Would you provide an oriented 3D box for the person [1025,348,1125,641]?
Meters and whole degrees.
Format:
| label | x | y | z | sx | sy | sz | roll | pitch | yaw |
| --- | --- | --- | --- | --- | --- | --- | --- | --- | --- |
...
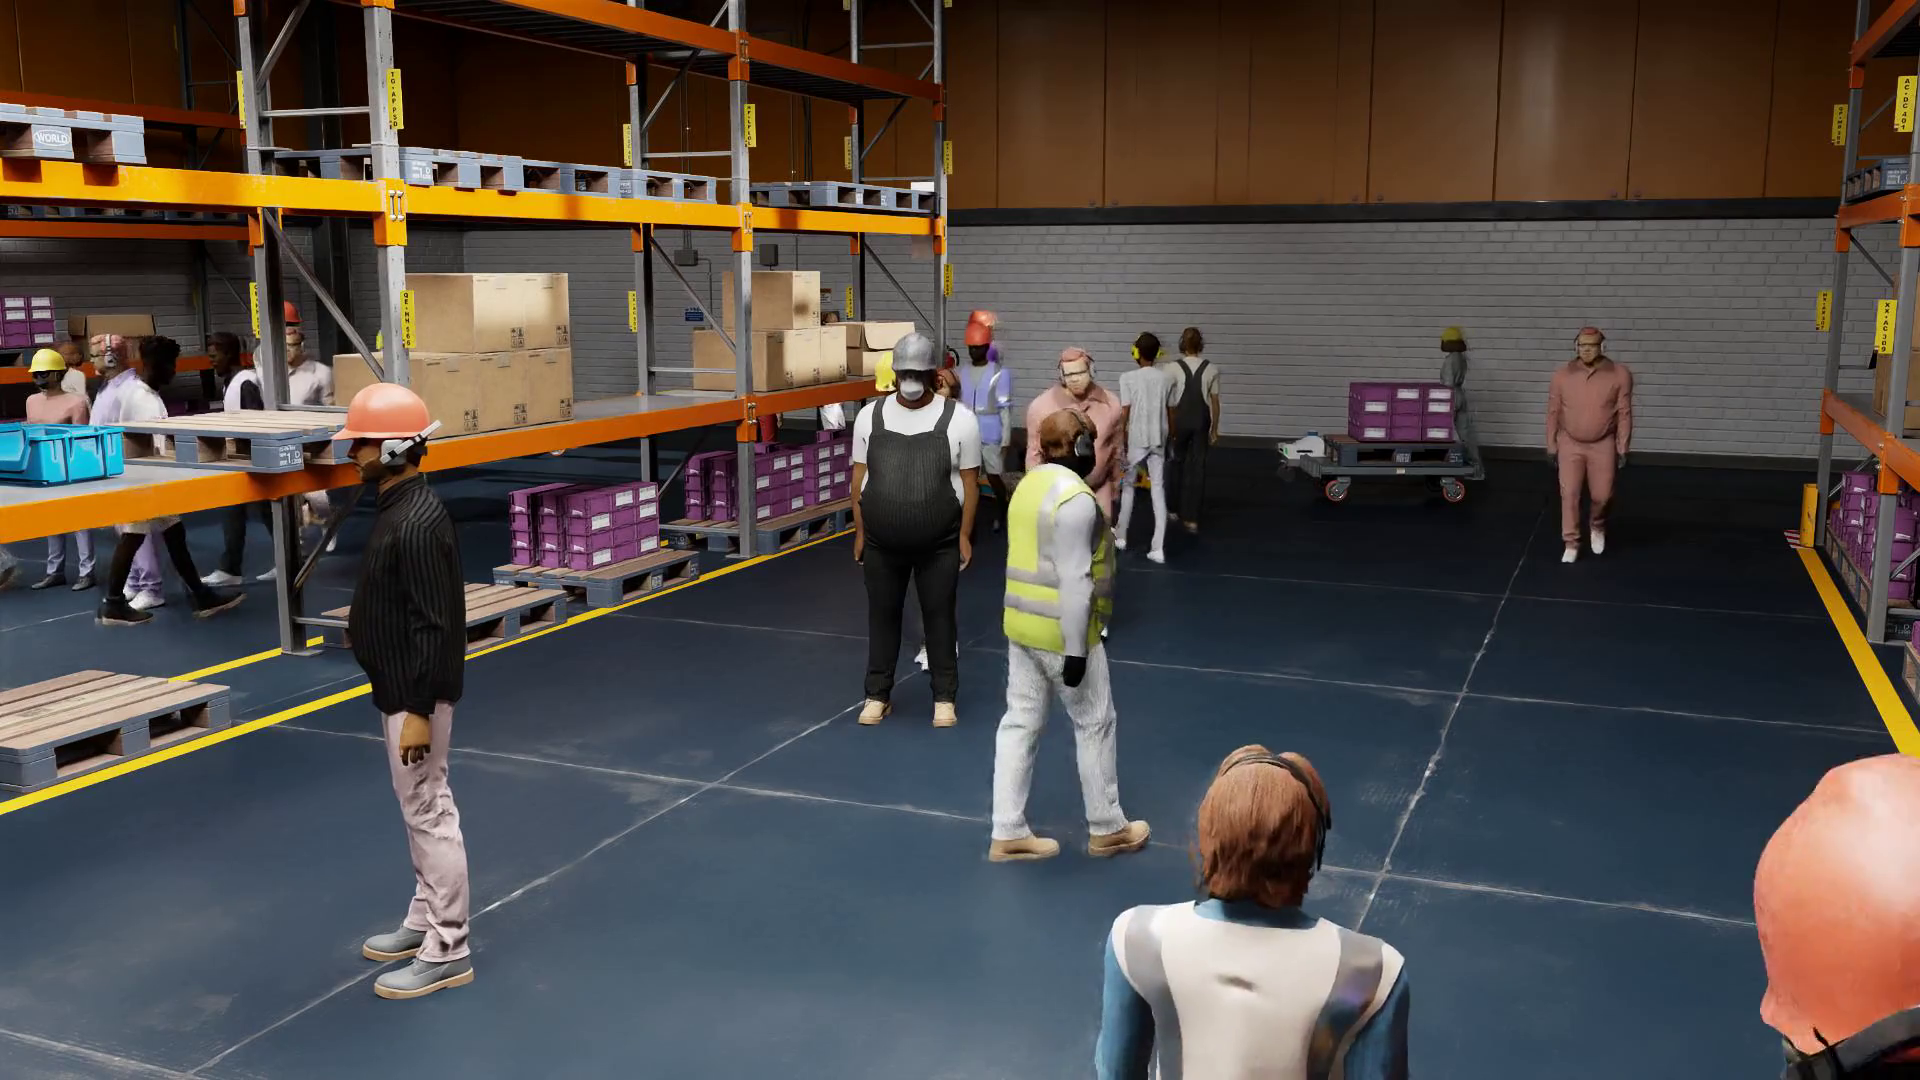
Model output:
| label | x | y | z | sx | sy | sz | roll | pitch | yaw |
| --- | --- | --- | --- | --- | --- | --- | --- | --- | --- |
| person | 0.743 | -0.283 | 10.531 | 0.671 | 1.857 | 0.976 | -1 | 9 | -7 |

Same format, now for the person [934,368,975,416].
| label | x | y | z | sx | sy | sz | roll | pitch | yaw |
| --- | --- | --- | --- | --- | --- | --- | --- | --- | --- |
| person | -0.116 | -0.438 | 12.123 | 0.541 | 1.624 | 0.356 | 6 | 11 | 33 |

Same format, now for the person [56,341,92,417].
| label | x | y | z | sx | sy | sz | roll | pitch | yaw |
| --- | --- | --- | --- | --- | --- | --- | --- | --- | --- |
| person | -8.868 | -1.182 | 16.675 | 0.525 | 1.618 | 0.369 | 5 | 11 | 27 |

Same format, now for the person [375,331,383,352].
| label | x | y | z | sx | sy | sz | roll | pitch | yaw |
| --- | --- | --- | --- | --- | --- | --- | --- | --- | --- |
| person | -4.991 | -0.966 | 14.760 | 0.626 | 1.819 | 0.418 | 2 | 10 | 13 |

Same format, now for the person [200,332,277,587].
| label | x | y | z | sx | sy | sz | roll | pitch | yaw |
| --- | --- | --- | --- | --- | --- | --- | --- | --- | --- |
| person | -5.381 | -0.600 | 12.368 | 0.856 | 1.875 | 0.609 | -5 | 11 | -28 |

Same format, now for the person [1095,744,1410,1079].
| label | x | y | z | sx | sy | sz | roll | pitch | yaw |
| --- | --- | --- | --- | --- | --- | --- | --- | --- | --- |
| person | 0.452 | 1.133 | 2.721 | 0.527 | 1.598 | 0.872 | 3 | 10 | 17 |

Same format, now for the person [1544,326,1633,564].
| label | x | y | z | sx | sy | sz | roll | pitch | yaw |
| --- | --- | --- | --- | --- | --- | --- | --- | --- | --- |
| person | 4.998 | -0.756 | 13.273 | 0.663 | 1.892 | 0.482 | 4 | 10 | 24 |

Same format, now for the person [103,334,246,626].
| label | x | y | z | sx | sy | sz | roll | pitch | yaw |
| --- | --- | --- | --- | --- | --- | --- | --- | --- | --- |
| person | -5.250 | -0.389 | 10.965 | 0.937 | 1.904 | 0.661 | -4 | 10 | -24 |

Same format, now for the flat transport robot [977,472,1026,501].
| label | x | y | z | sx | sy | sz | roll | pitch | yaw |
| --- | --- | --- | --- | --- | --- | --- | --- | --- | --- |
| flat transport robot | 0.604 | -0.519 | 16.739 | 0.652 | 0.197 | 1.431 | -6 | 11 | -31 |

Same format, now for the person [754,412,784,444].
| label | x | y | z | sx | sy | sz | roll | pitch | yaw |
| --- | --- | --- | --- | --- | --- | --- | --- | --- | --- |
| person | -2.007 | -1.299 | 16.949 | 0.525 | 1.769 | 0.310 | 6 | 11 | 34 |

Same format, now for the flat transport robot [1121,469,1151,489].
| label | x | y | z | sx | sy | sz | roll | pitch | yaw |
| --- | --- | --- | --- | --- | --- | --- | --- | --- | --- |
| flat transport robot | 1.365 | -0.644 | 17.492 | 1.431 | 0.197 | 0.652 | -5 | 11 | -28 |

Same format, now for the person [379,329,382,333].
| label | x | y | z | sx | sy | sz | roll | pitch | yaw |
| --- | --- | --- | --- | --- | --- | --- | --- | --- | --- |
| person | -7.216 | -2.120 | 21.573 | 0.575 | 1.882 | 0.355 | -2 | 10 | -11 |

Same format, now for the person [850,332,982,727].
| label | x | y | z | sx | sy | sz | roll | pitch | yaw |
| --- | --- | --- | --- | --- | --- | --- | --- | --- | --- |
| person | -0.243 | -0.047 | 8.528 | 0.679 | 2.000 | 0.537 | 1 | 9 | 7 |

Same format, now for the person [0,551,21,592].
| label | x | y | z | sx | sy | sz | roll | pitch | yaw |
| --- | --- | --- | --- | --- | --- | --- | --- | --- | --- |
| person | -7.010 | -0.447 | 11.598 | 0.579 | 1.841 | 0.995 | 4 | 10 | 20 |

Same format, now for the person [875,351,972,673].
| label | x | y | z | sx | sy | sz | roll | pitch | yaw |
| --- | --- | --- | --- | --- | --- | --- | --- | --- | --- |
| person | -0.278 | -0.166 | 9.746 | 0.643 | 1.871 | 0.672 | 5 | 10 | 26 |

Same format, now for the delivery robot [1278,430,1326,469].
| label | x | y | z | sx | sy | sz | roll | pitch | yaw |
| --- | --- | --- | --- | --- | --- | --- | --- | --- | --- |
| delivery robot | 3.866 | -0.960 | 18.251 | 0.707 | 0.478 | 0.477 | -1 | 10 | -2 |

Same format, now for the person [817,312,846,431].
| label | x | y | z | sx | sy | sz | roll | pitch | yaw |
| --- | --- | --- | --- | --- | --- | --- | --- | --- | --- |
| person | -1.509 | -1.705 | 19.175 | 0.430 | 1.845 | 0.619 | 3 | 10 | 17 |

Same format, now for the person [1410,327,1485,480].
| label | x | y | z | sx | sy | sz | roll | pitch | yaw |
| --- | --- | --- | --- | --- | --- | --- | --- | --- | --- |
| person | 5.410 | -1.505 | 18.401 | 0.909 | 1.688 | 0.494 | 8 | 12 | 39 |

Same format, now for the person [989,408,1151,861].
| label | x | y | z | sx | sy | sz | roll | pitch | yaw |
| --- | --- | --- | --- | --- | --- | --- | --- | --- | --- |
| person | 0.434 | 0.381 | 6.668 | 0.771 | 1.801 | 0.661 | -4 | 10 | -25 |

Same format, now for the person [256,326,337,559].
| label | x | y | z | sx | sy | sz | roll | pitch | yaw |
| --- | --- | --- | --- | --- | --- | --- | --- | --- | --- |
| person | -5.311 | -0.764 | 13.333 | 0.658 | 1.896 | 0.458 | 0 | 9 | 1 |

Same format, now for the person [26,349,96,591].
| label | x | y | z | sx | sy | sz | roll | pitch | yaw |
| --- | --- | --- | --- | --- | --- | --- | --- | --- | --- |
| person | -6.576 | -0.504 | 12.127 | 0.523 | 1.769 | 0.317 | 2 | 10 | 12 |

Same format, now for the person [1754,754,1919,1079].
| label | x | y | z | sx | sy | sz | roll | pitch | yaw |
| --- | --- | --- | --- | --- | --- | --- | --- | --- | --- |
| person | 0.760 | 1.171 | 1.270 | 0.405 | 2.011 | 0.683 | -8 | 13 | -42 |

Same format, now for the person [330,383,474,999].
| label | x | y | z | sx | sy | sz | roll | pitch | yaw |
| --- | --- | --- | --- | --- | --- | --- | --- | --- | --- |
| person | -1.809 | 0.483 | 5.449 | 0.382 | 1.993 | 0.622 | -4 | 10 | -24 |

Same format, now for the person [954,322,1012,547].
| label | x | y | z | sx | sy | sz | roll | pitch | yaw |
| --- | --- | --- | --- | --- | --- | --- | --- | --- | --- |
| person | 0.214 | -0.921 | 14.275 | 0.546 | 1.907 | 0.902 | 4 | 10 | 20 |

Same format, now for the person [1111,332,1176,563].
| label | x | y | z | sx | sy | sz | roll | pitch | yaw |
| --- | --- | --- | --- | --- | --- | --- | --- | --- | --- |
| person | 1.478 | -0.764 | 13.548 | 0.551 | 1.817 | 0.942 | -2 | 10 | -12 |

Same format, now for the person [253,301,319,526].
| label | x | y | z | sx | sy | sz | roll | pitch | yaw |
| --- | --- | --- | --- | --- | --- | --- | --- | --- | --- |
| person | -6.095 | -1.136 | 15.121 | 0.607 | 2.044 | 0.375 | 4 | 10 | 21 |

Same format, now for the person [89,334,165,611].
| label | x | y | z | sx | sy | sz | roll | pitch | yaw |
| --- | --- | --- | --- | --- | --- | --- | --- | --- | --- |
| person | -5.768 | -0.461 | 11.447 | 0.401 | 1.904 | 0.646 | -8 | 12 | -40 |

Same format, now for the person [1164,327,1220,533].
| label | x | y | z | sx | sy | sz | roll | pitch | yaw |
| --- | --- | --- | --- | --- | --- | --- | --- | --- | --- |
| person | 2.064 | -1.008 | 15.045 | 0.543 | 1.805 | 0.906 | 0 | 9 | -2 |

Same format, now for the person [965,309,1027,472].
| label | x | y | z | sx | sy | sz | roll | pitch | yaw |
| --- | --- | --- | --- | --- | --- | --- | --- | --- | --- |
| person | 0.359 | -1.635 | 18.625 | 0.955 | 1.900 | 0.531 | -2 | 10 | -12 |
